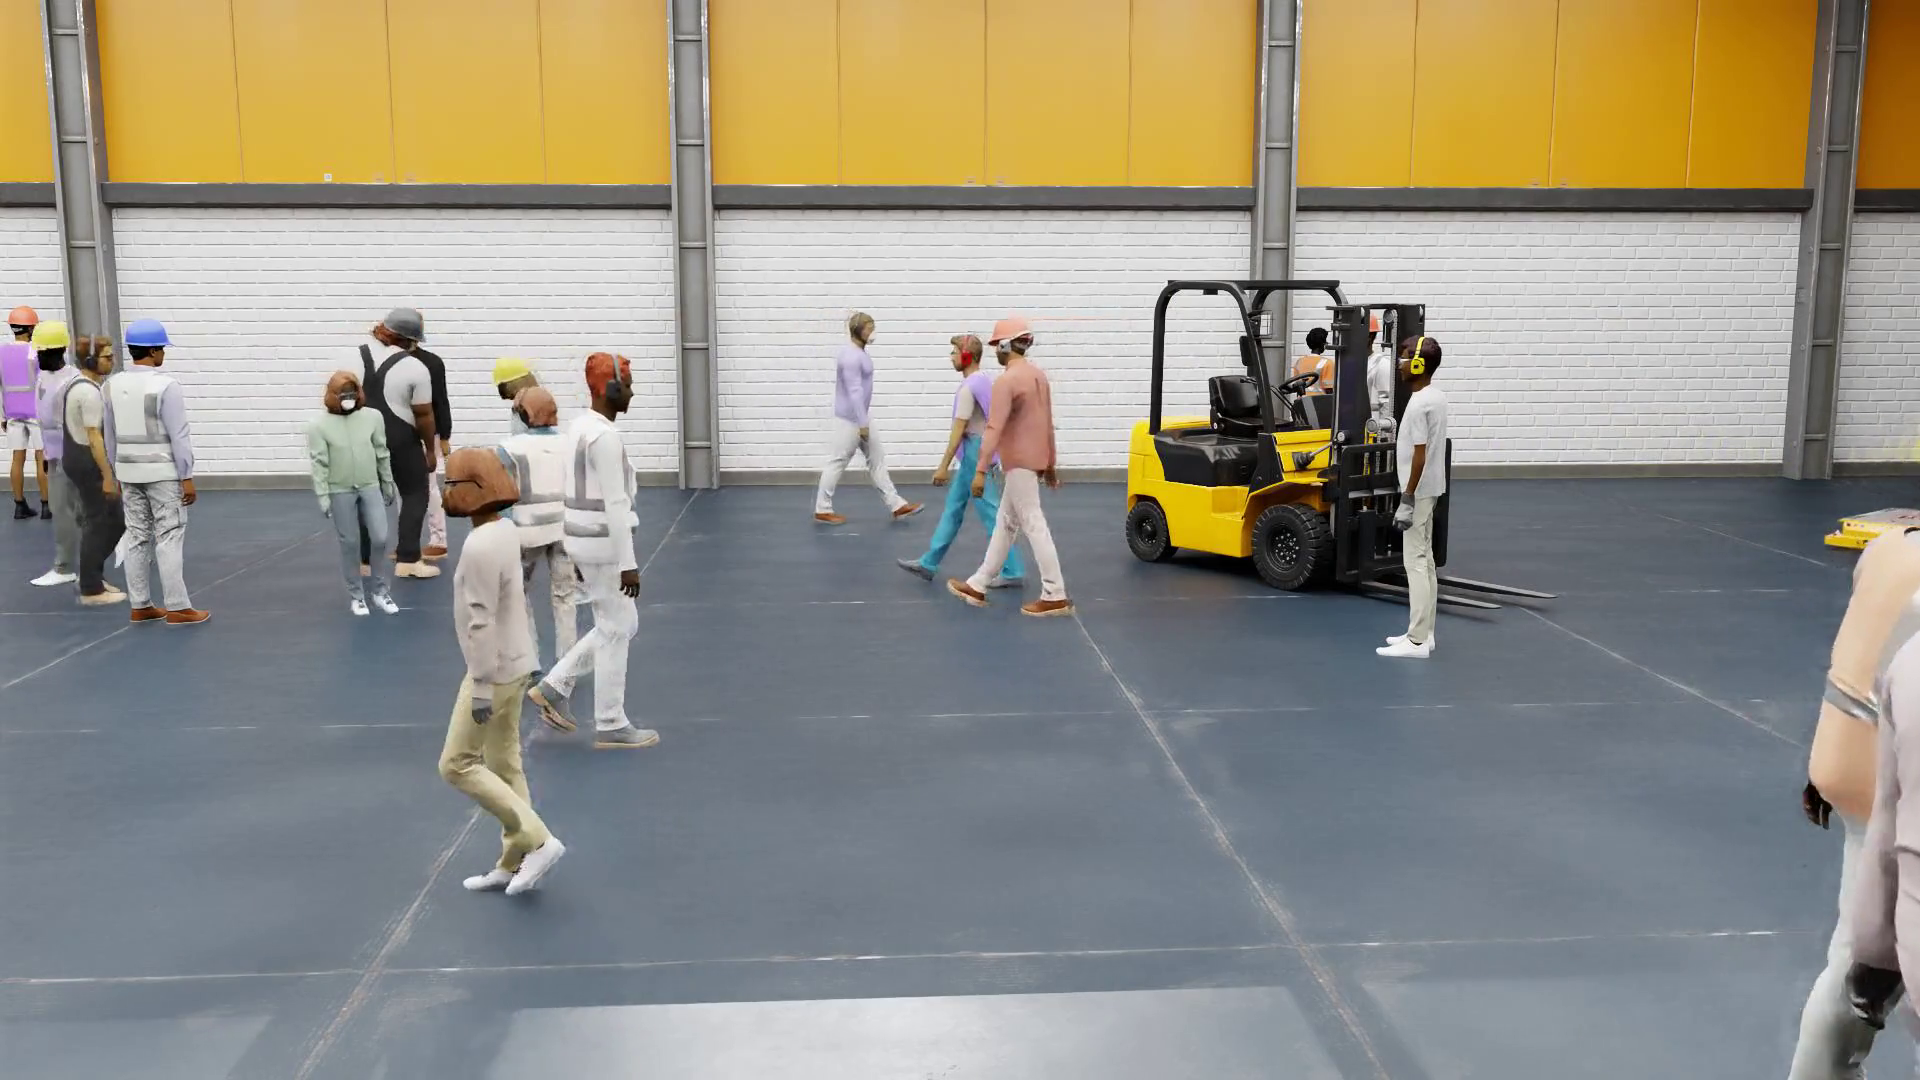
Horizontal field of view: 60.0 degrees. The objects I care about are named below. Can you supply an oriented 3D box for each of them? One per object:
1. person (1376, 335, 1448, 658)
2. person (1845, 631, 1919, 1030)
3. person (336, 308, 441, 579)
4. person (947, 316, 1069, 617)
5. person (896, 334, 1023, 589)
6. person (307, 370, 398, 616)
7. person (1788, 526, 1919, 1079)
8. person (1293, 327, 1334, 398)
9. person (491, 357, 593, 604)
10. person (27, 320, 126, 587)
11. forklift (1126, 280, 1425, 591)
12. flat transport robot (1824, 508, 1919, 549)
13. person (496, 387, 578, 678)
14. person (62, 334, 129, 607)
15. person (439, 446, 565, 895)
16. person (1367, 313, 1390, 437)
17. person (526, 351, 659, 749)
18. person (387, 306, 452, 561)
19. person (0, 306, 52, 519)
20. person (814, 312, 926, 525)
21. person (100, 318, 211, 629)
[{"bbox_3d":[2.640,-0.250,9.660,0.328,1.872,0.512,5,10,27],"label":"person"},{"bbox_3d":[1.979,0.815,2.913,0.767,1.881,0.684,0,9,-2],"label":"person"},{"bbox_3d":[-4.165,-0.734,12.167,0.768,2.000,0.532,1,9,6],"label":"person"},{"bbox_3d":[0.302,-0.481,10.871,0.992,1.929,0.752,4,10,26],"label":"person"},{"bbox_3d":[0.015,-0.547,11.763,0.962,1.796,0.571,1,9,8],"label":"person"},{"bbox_3d":[-3.901,-0.292,10.714,0.520,1.612,0.466,-6,11,-33],"label":"person"},{"bbox_3d":[2.326,0.625,4.102,0.580,1.888,0.628,1,9,9],"label":"person"},{"bbox_3d":[3.582,-1.303,16.839,0.320,1.694,0.531,-5,10,-29],"label":"person"},{"bbox_3d":[-2.856,-0.360,10.942,0.910,1.668,0.542,-4,10,-25],"label":"person"},{"bbox_3d":[-6.351,-0.630,11.948,0.624,1.899,0.665,8,12,41],"label":"person"},{"bbox_3d":[2.301,-0.860,12.475,1.214,2.155,2.313,-6,11,-35],"label":"forklift"},{"bbox_3d":[7.734,-0.084,13.625,1.431,0.197,0.652,-7,12,-39],"label":"flat transport robot"},{"bbox_3d":[-2.248,-0.012,8.916,0.553,1.618,0.508,-7,11,-36],"label":"person"},{"bbox_3d":[-5.759,-0.455,11.096,0.406,1.824,0.549,-5,10,-28],"label":"person"},{"bbox_3d":[-1.661,0.478,5.864,0.352,1.620,0.519,-1,9,-4],"label":"person"},{"bbox_3d":[3.147,-0.832,13.104,0.363,1.935,0.553,-5,10,-26],"label":"person"},{"bbox_3d":[-1.702,0.063,7.724,0.493,1.871,0.601,-3,10,-18],"label":"person"},{"bbox_3d":[-4.257,-0.814,12.880,0.694,1.979,0.441,4,10,22],"label":"person"},{"bbox_3d":[-8.454,-1.152,15.119,0.551,1.934,0.373,0,9,2],"label":"person"},{"bbox_3d":[-0.839,-1.059,14.696,1.022,1.882,0.660,1,9,7],"label":"person"},{"bbox_3d":[-5.059,-0.413,10.439,0.615,1.947,0.388,3,10,18],"label":"person"}]
